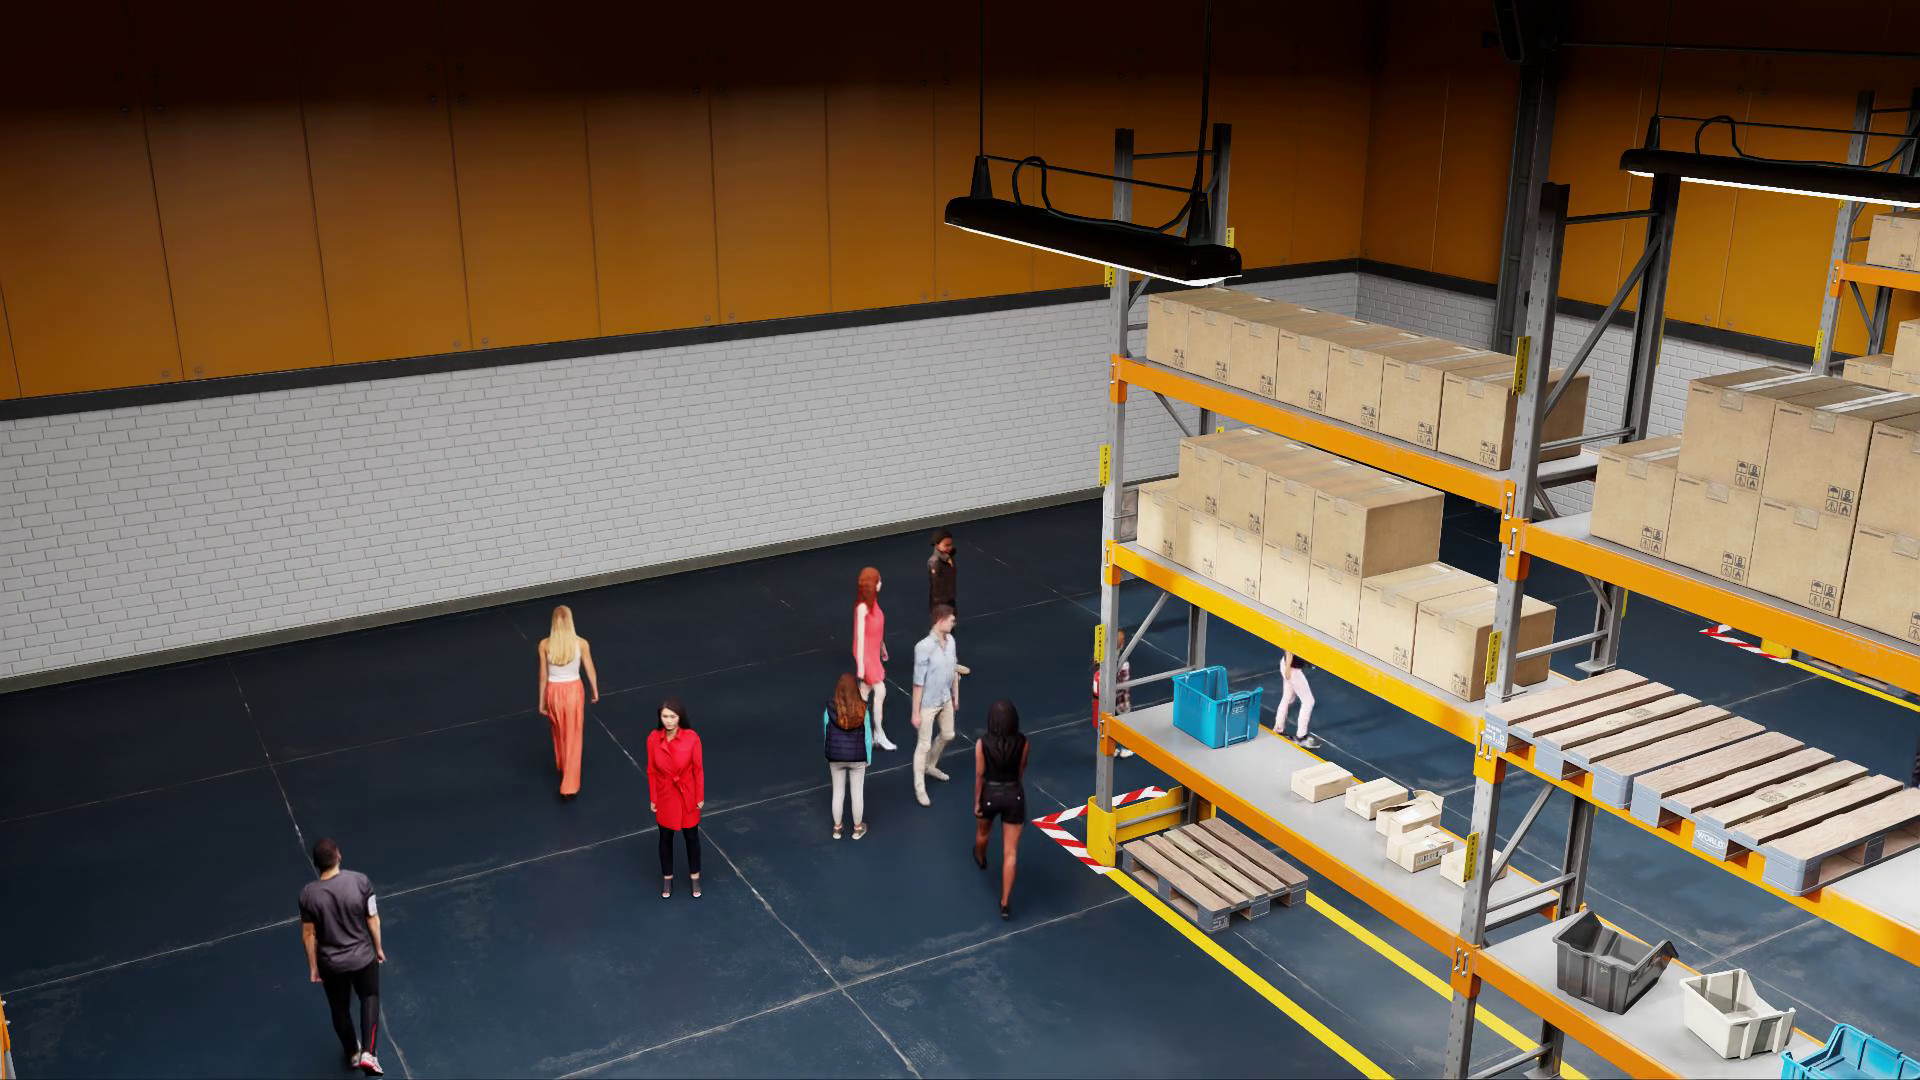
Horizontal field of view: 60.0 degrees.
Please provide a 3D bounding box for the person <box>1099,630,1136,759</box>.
[{"bbox_3d":[1.419,1.480,15.609,0.657,1.299,0.709,16,24,39],"label":"person"}]

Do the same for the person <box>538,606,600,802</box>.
[{"bbox_3d":[-3.529,1.488,14.831,0.900,1.780,1.034,-1,19,-3],"label":"person"}]

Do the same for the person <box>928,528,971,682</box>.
[{"bbox_3d":[-0.178,0.654,17.491,0.769,1.663,0.710,11,22,30],"label":"person"}]

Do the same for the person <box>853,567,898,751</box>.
[{"bbox_3d":[-0.957,1.128,15.844,0.861,1.815,0.796,2,19,7],"label":"person"}]

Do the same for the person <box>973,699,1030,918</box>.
[{"bbox_3d":[0.344,2.132,13.050,0.941,1.696,1.224,-2,19,-6],"label":"person"}]

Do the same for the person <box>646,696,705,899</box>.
[{"bbox_3d":[-2.254,2.045,13.228,0.722,1.746,0.759,0,19,-1],"label":"person"}]

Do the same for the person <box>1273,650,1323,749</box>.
[{"bbox_3d":[3.139,1.234,15.946,0.796,1.549,0.751,3,19,10],"label":"person"}]

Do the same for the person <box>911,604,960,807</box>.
[{"bbox_3d":[-0.238,1.428,14.924,0.883,1.834,0.816,-13,23,-34],"label":"person"}]

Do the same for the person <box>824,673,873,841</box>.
[{"bbox_3d":[-0.963,1.844,14.215,0.678,1.498,0.723,1,19,4],"label":"person"}]

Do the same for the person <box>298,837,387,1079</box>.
[{"bbox_3d":[-4.049,2.801,10.976,0.732,1.753,0.948,-7,20,-20],"label":"person"}]
